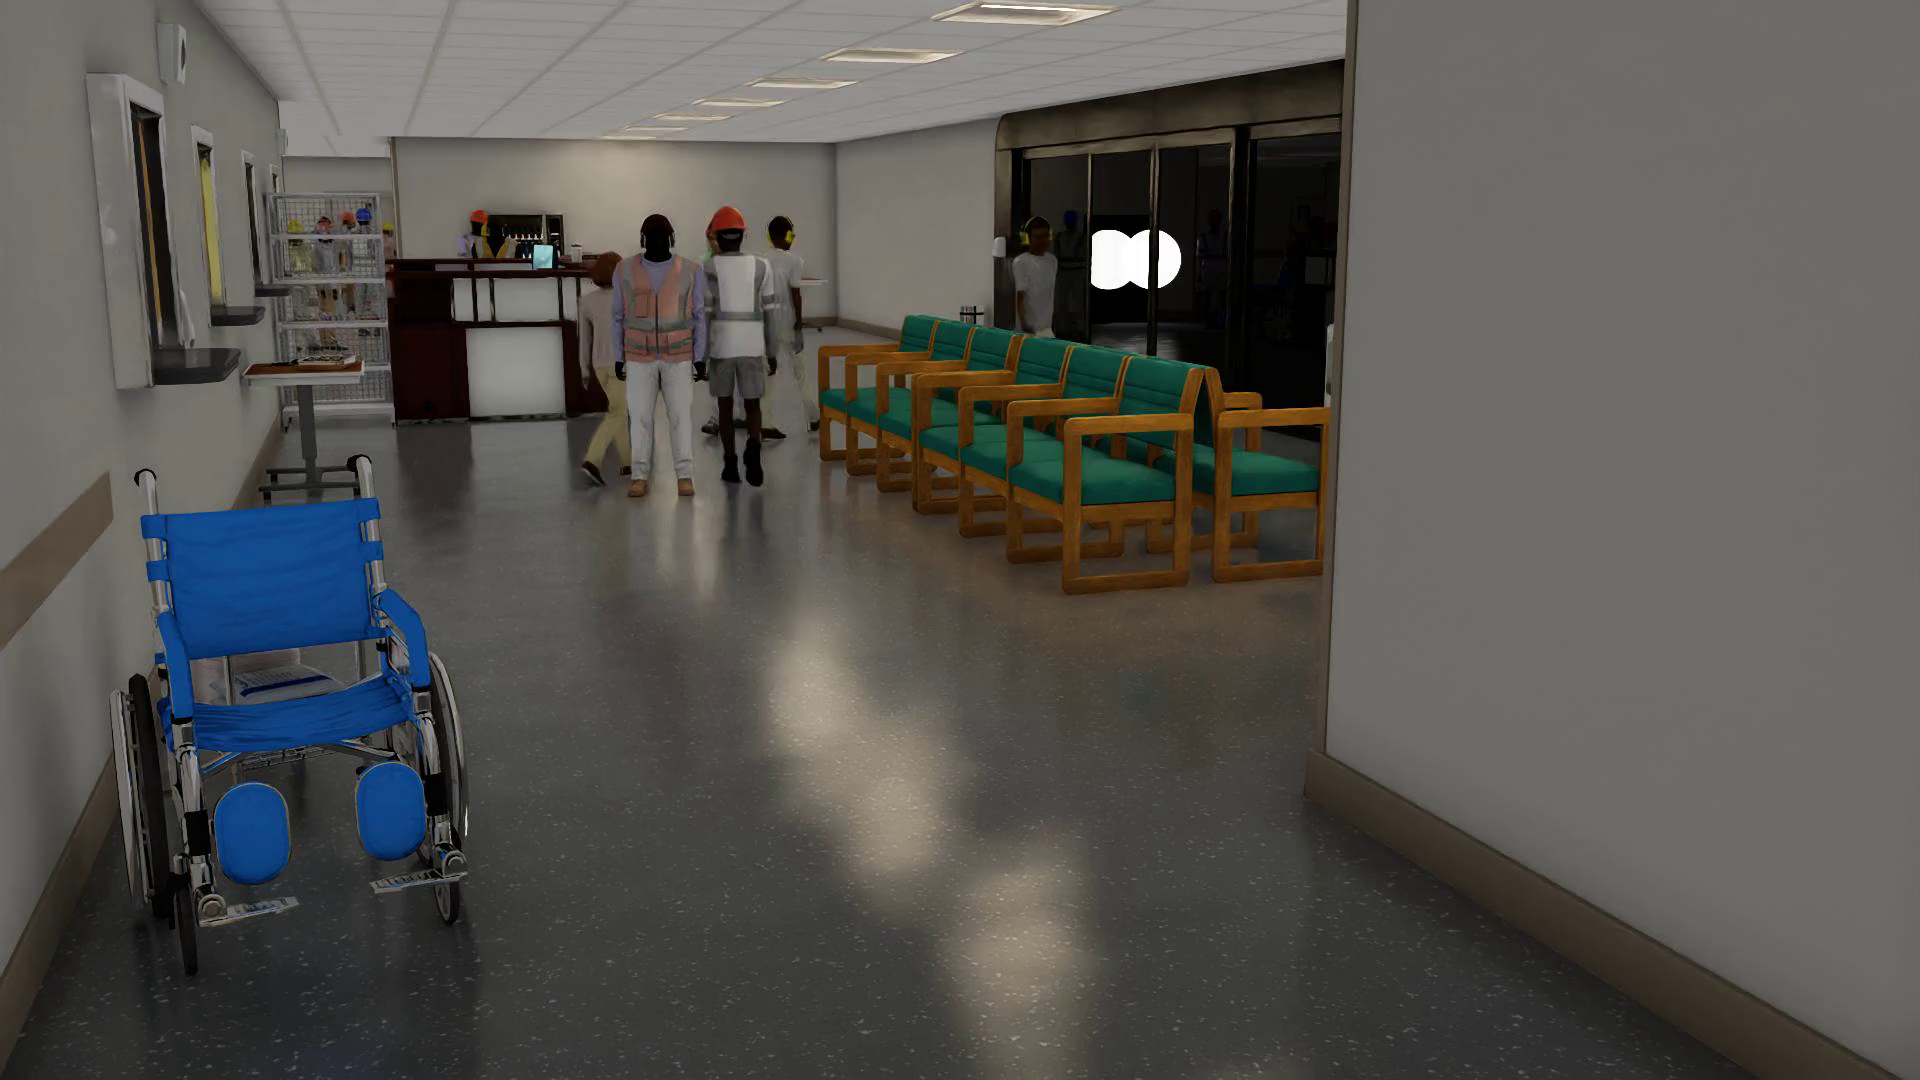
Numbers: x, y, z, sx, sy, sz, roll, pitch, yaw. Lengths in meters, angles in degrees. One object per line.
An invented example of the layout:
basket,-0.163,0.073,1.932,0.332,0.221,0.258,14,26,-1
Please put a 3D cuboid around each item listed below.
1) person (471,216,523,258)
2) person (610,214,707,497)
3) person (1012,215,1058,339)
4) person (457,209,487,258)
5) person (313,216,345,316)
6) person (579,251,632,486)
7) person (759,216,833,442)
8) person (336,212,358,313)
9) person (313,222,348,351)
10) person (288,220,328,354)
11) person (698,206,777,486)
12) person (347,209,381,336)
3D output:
person,-5.741,-3.095,20.681,0.619,1.835,0.430,-2,11,-8
person,-1.971,-1.201,10.914,0.627,1.847,0.429,-1,11,-7
person,0.660,-1.659,13.303,0.529,1.832,0.746,-9,14,-39
person,-6.769,-3.666,23.348,0.550,1.926,0.399,-11,15,-44
person,-10.605,-4.511,27.937,0.547,1.835,0.869,-8,13,-35
person,-2.417,-1.187,11.473,0.498,1.597,0.819,6,13,28
person,-1.414,-1.752,13.793,0.527,1.820,0.951,6,12,27
person,-11.652,-5.244,31.498,0.648,1.916,0.562,2,11,10
person,-8.659,-3.471,22.792,0.324,1.752,0.562,-9,14,-38
person,-8.867,-3.398,22.359,0.924,1.789,0.599,6,12,28
person,-1.507,-1.298,11.245,0.560,1.908,0.769,-3,11,-15
person,-9.099,-4.102,25.524,0.605,1.951,0.384,2,11,12
